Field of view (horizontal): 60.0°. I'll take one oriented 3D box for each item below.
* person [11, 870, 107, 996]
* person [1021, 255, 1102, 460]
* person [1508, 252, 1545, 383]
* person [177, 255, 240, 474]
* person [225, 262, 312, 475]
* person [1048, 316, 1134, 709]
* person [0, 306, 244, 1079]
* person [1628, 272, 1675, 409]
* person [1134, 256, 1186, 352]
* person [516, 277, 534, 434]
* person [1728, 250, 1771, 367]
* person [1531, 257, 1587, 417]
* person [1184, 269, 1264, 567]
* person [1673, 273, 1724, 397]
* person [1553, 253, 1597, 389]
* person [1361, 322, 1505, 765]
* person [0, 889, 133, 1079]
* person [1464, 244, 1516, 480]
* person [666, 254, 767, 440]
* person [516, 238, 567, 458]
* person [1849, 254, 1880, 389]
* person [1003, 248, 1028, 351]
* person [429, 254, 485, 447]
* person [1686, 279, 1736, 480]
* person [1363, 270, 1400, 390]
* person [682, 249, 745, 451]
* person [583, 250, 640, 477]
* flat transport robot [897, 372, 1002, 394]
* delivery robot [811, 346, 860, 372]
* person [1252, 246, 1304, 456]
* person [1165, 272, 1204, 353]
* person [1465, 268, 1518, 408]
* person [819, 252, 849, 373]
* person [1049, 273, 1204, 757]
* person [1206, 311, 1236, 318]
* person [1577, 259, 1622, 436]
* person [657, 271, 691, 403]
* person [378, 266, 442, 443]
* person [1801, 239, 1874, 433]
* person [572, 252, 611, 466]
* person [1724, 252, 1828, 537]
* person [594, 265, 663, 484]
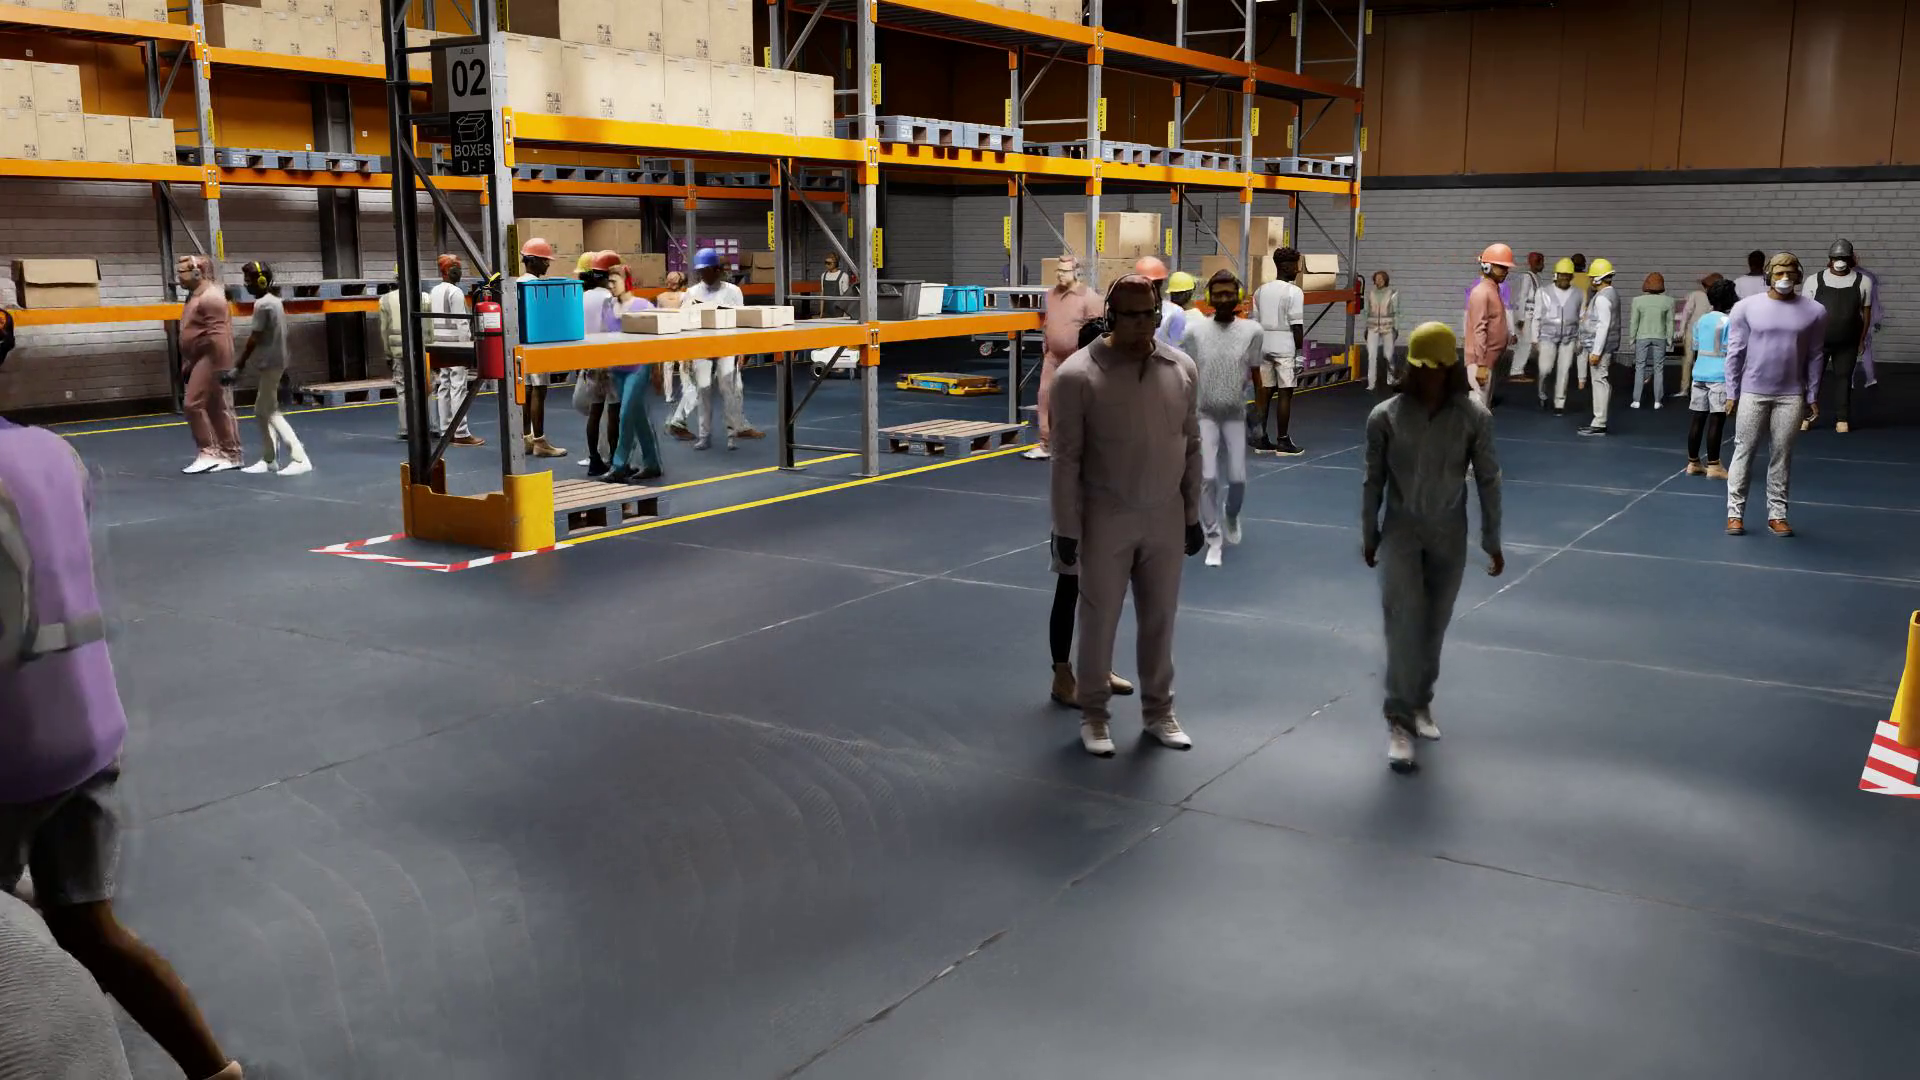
[{"bbox_3d":[-2.499,0.495,4.040,0.644,1.617,0.520,1,10,4],"label":"person"},{"bbox_3d":[0.917,-1.635,15.143,0.686,1.875,0.852,9,14,41],"label":"person"},{"bbox_3d":[8.085,-3.164,23.694,0.442,1.852,0.621,5,12,28],"label":"person"},{"bbox_3d":[-6.616,-1.510,14.413,0.658,1.883,0.687,-8,13,-36],"label":"person"},{"bbox_3d":[-5.931,-1.457,14.287,0.636,1.843,0.517,-2,10,-10],"label":"person"},{"bbox_3d":[0.588,-0.129,7.291,0.321,1.699,0.535,9,14,42],"label":"person"},{"bbox_3d":[-1.890,0.437,3.391,0.890,1.989,0.693,-1,10,-3],"label":"person"},{"bbox_3d":[8.324,-2.397,20.032,0.507,1.636,0.275,3,11,18],"label":"person"},{"bbox_3d":[1.470,-1.210,12.703,0.556,1.913,0.848,7,12,32],"label":"person"},{"bbox_3d":[-4.330,-1.783,16.133,0.433,1.826,0.635,1,10,6],"label":"person"},{"bbox_3d":[9.996,-2.686,20.902,0.636,1.897,0.665,5,11,25],"label":"person"},{"bbox_3d":[6.869,-2.317,19.068,0.614,1.822,0.413,2,10,10],"label":"person"},{"bbox_3d":[1.641,-0.780,10.485,0.520,1.851,0.599,1,10,7],"label":"person"},{"bbox_3d":[9.525,-2.636,21.445,0.609,1.610,0.305,-1,10,-7],"label":"person"},{"bbox_3d":[8.388,-2.986,22.726,0.635,1.842,0.429,2,10,12],"label":"person"},{"bbox_3d":[1.844,0.008,6.502,0.509,1.696,0.805,1,10,4],"label":"person"},{"bbox_3d":[-0.766,0.888,1.340,0.965,1.831,0.538,-10,14,-43],"label":"person"},{"bbox_3d":[4.466,-1.500,14.091,0.392,1.988,0.608,5,11,26],"label":"person"},{"bbox_3d":[-2.510,-1.932,16.766,0.978,1.894,0.617,1,10,6],"label":"person"},{"bbox_3d":[-3.950,-1.789,15.557,0.393,2.036,0.605,-7,12,-34],"label":"person"},{"bbox_3d":[12.118,-2.986,22.651,0.687,1.868,0.451,1,10,6],"label":"person"},{"bbox_3d":[0.987,-4.401,30.343,0.587,1.922,0.383,-9,14,-42],"label":"person"},{"bbox_3d":[-4.973,-1.855,16.349,0.575,1.883,0.355,10,14,44],"label":"person"},{"bbox_3d":[6.412,-1.360,14.118,0.318,1.699,0.535,-2,10,-12],"label":"person"},{"bbox_3d":[5.737,-2.856,22.605,0.516,1.622,0.657,5,11,26],"label":"person"},{"bbox_3d":[-2.372,-1.820,16.042,0.642,1.929,0.401,2,11,13],"label":"person"},{"bbox_3d":[-3.008,-1.501,14.233,0.552,1.935,0.374,7,12,33],"label":"person"},{"bbox_3d":[-0.151,-2.095,22.146,0.652,0.197,1.431,-8,13,-38],"label":"flat transport robot"},{"bbox_3d":[-1.800,-2.652,24.182,0.707,0.478,0.477,0,10,0],"label":"delivery robot"},{"bbox_3d":[3.017,-1.776,15.683,0.362,1.961,0.613,-7,12,-33],"label":"person"},{"bbox_3d":[1.932,-1.456,14.490,0.390,1.740,0.538,-5,11,-25],"label":"person"},{"bbox_3d":[6.358,-2.475,19.783,0.889,1.887,0.545,-6,12,-30],"label":"person"},{"bbox_3d":[-1.926,-3.472,25.429,0.505,1.839,0.344,6,12,28],"label":"person"},{"bbox_3d":[0.671,-0.093,6.562,0.652,1.896,0.402,-4,11,-21],"label":"person"},{"bbox_3d":[3.874,-3.320,24.151,0.619,1.992,0.396,1,10,7],"label":"person"},{"bbox_3d":[6.631,-1.993,17.261,0.404,1.829,0.591,5,12,28],"label":"person"},{"bbox_3d":[-3.521,-2.512,20.659,0.515,1.641,0.314,3,11,19],"label":"person"},{"bbox_3d":[-5.462,-1.868,16.612,0.602,1.818,0.413,0,10,2],"label":"person"},{"bbox_3d":[9.208,-2.146,17.519,0.684,2.000,0.538,5,11,24],"label":"person"},{"bbox_3d":[-3.269,-1.618,14.932,0.418,1.913,0.602,-5,12,-27],"label":"person"},{"bbox_3d":[5.560,-0.988,11.386,0.628,1.940,0.373,2,10,13],"label":"person"},{"bbox_3d":[-2.845,-1.376,13.884,0.582,1.802,0.881,8,13,36],"label":"person"}]
